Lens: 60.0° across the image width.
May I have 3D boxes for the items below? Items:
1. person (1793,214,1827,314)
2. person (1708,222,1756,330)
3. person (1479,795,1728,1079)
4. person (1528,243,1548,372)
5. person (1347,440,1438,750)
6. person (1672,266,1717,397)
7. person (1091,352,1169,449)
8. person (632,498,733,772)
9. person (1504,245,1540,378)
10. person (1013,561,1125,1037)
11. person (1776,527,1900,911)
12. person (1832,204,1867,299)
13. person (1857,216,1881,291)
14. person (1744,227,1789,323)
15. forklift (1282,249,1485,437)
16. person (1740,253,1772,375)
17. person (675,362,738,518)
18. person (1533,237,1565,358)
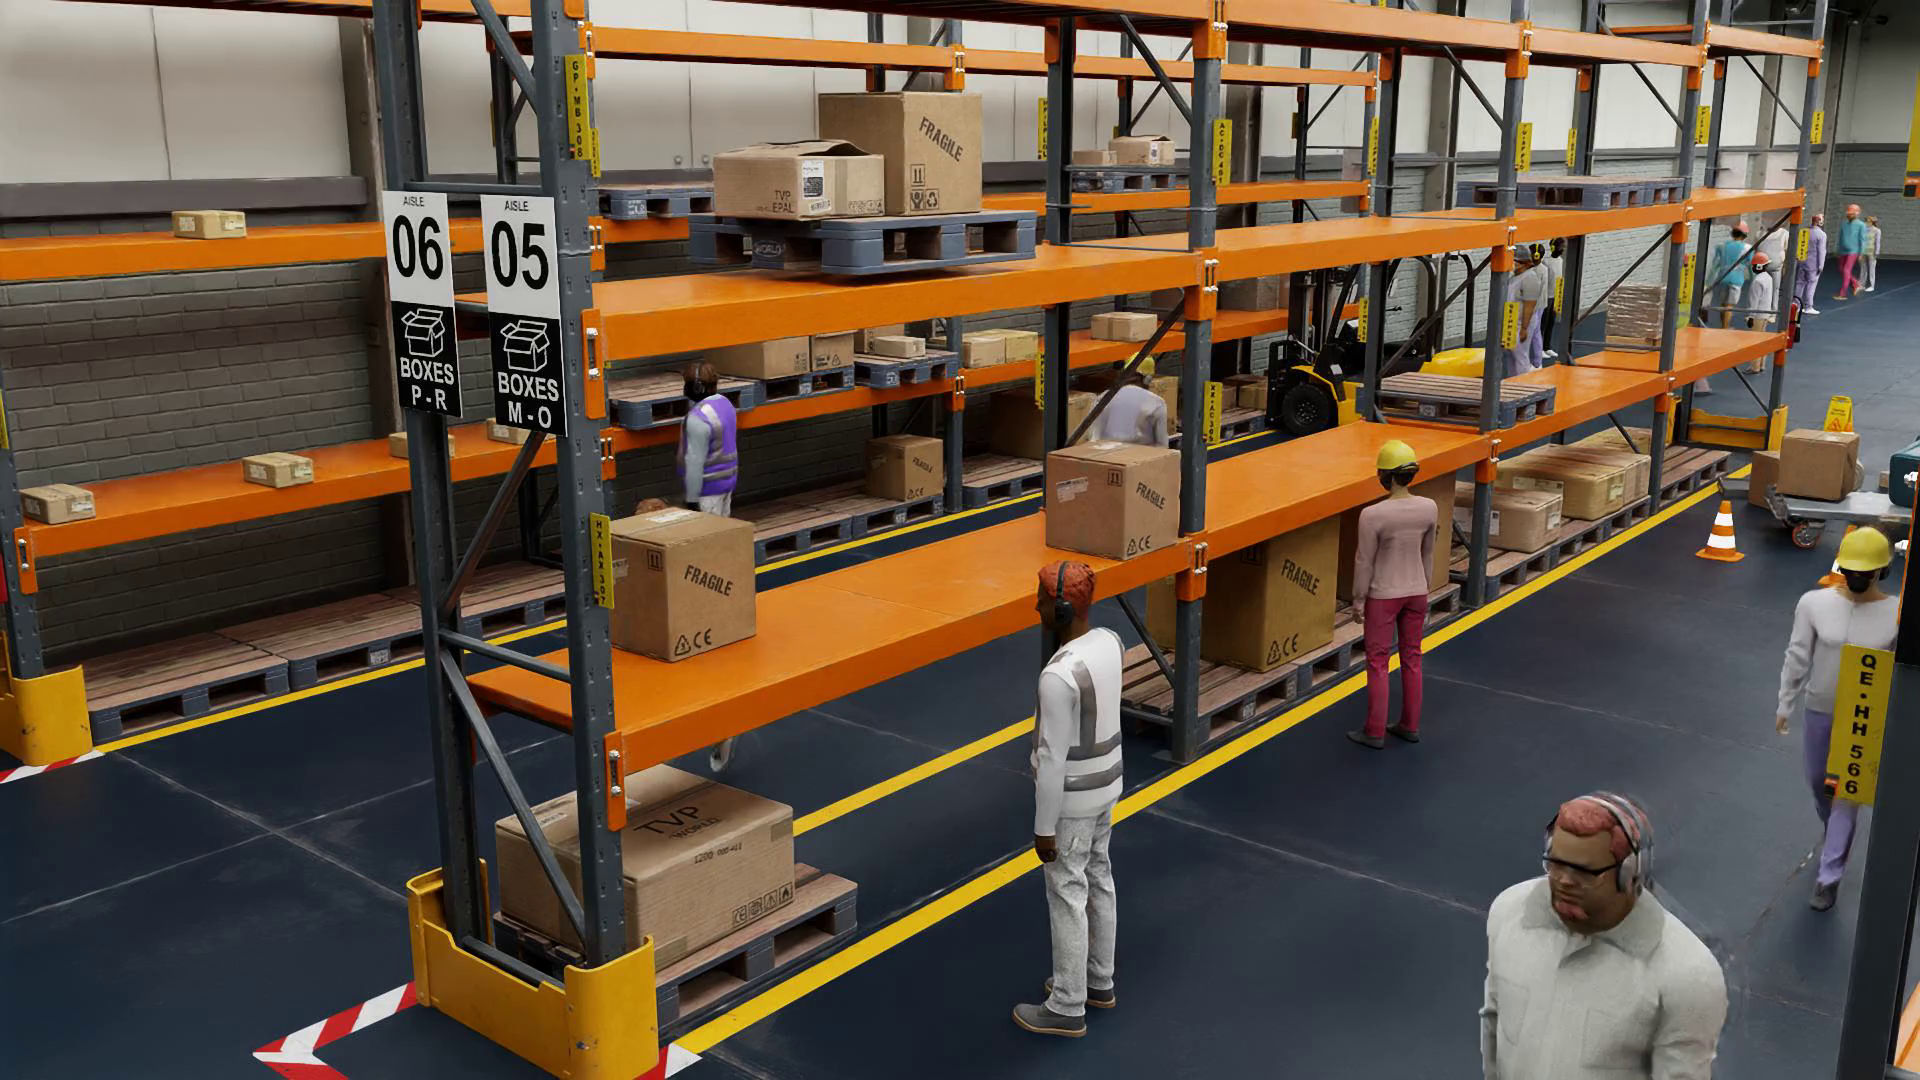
[{"bbox_3d":[16.364,-5.300,31.952,0.399,1.900,0.644,-4,14,-17],"label":"person"},{"bbox_3d":[12.806,-4.261,27.548,0.646,1.977,1.058,13,19,42],"label":"person"},{"bbox_3d":[1.576,1.529,4.242,1.032,1.857,0.643,-13,19,-43],"label":"person"},{"bbox_3d":[8.349,-3.363,24.149,0.330,1.861,0.503,6,15,21],"label":"person"},{"bbox_3d":[2.435,0.308,9.405,0.518,1.757,0.342,-5,15,-20],"label":"person"},{"bbox_3d":[9.545,-2.738,21.745,0.959,1.794,0.580,-8,16,-29],"label":"person"},{"bbox_3d":[1.314,-0.584,13.064,0.597,1.755,1.002,8,16,31],"label":"person"},{"bbox_3d":[-1.515,0.559,8.677,0.503,1.616,0.605,11,18,38],"label":"person"},{"bbox_3d":[7.149,-2.791,21.431,0.535,2.000,0.686,0,14,0],"label":"person"},{"bbox_3d":[0.434,0.988,6.386,0.358,1.880,0.575,7,16,27],"label":"person"},{"bbox_3d":[4.076,0.755,7.629,0.530,1.738,0.792,11,18,39],"label":"person"},{"bbox_3d":[18.631,-6.021,34.740,0.771,1.974,0.625,-5,15,-21],"label":"person"},{"bbox_3d":[19.934,-6.283,36.499,0.312,1.632,0.529,-4,14,-16],"label":"person"},{"bbox_3d":[14.784,-5.000,30.425,0.676,2.000,0.536,12,18,40],"label":"person"},{"bbox_3d":[4.886,-2.214,18.767,2.313,2.155,1.214,11,18,38],"label":"forklift"},{"bbox_3d":[11.456,-3.257,23.948,0.361,1.743,0.562,11,18,38],"label":"person"},{"bbox_3d":[-1.827,-0.367,11.996,0.429,1.841,0.627,3,14,13],"label":"person"},{"bbox_3d":[9.127,-3.741,25.682,0.514,1.862,0.319,-11,18,-38],"label":"person"}]
